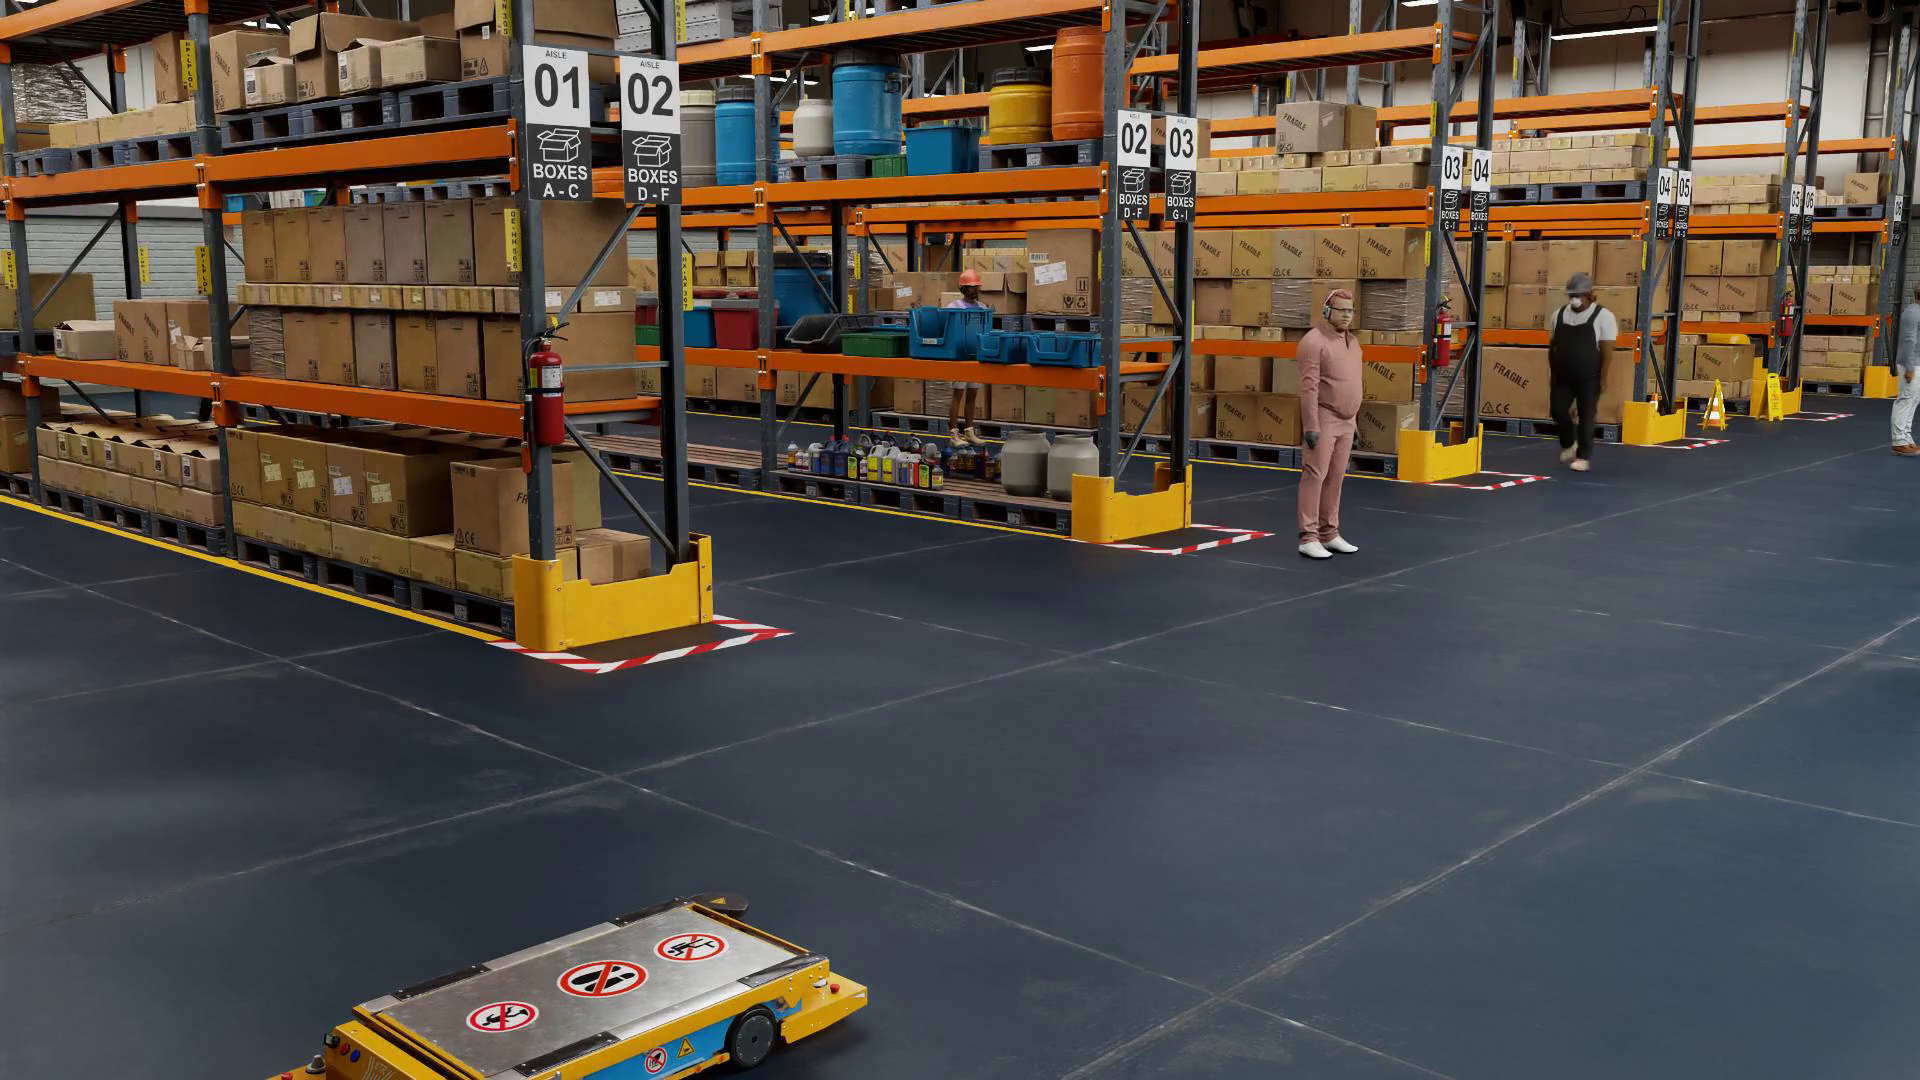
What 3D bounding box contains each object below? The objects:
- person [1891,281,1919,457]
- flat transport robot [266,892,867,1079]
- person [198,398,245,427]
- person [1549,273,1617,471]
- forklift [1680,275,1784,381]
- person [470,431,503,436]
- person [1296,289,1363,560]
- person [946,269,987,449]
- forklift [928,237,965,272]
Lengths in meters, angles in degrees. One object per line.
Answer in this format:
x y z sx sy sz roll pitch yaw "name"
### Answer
10.569 -1.909 18.399 0.628 1.940 0.377 -9 13 -44 "person"
-0.980 1.246 4.283 0.652 0.197 1.431 9 13 43 "flat transport robot"
-8.377 -1.896 18.795 0.991 1.800 0.532 8 12 39 "person"
6.307 -1.706 16.970 0.698 2.000 0.541 8 12 41 "person"
12.480 -3.427 27.053 1.214 2.155 2.313 9 13 43 "forklift"
-4.230 -1.193 14.938 0.499 1.634 0.285 -9 13 -44 "person"
2.674 -0.832 11.908 0.640 1.904 0.401 -9 13 -44 "person"
0.107 -2.086 19.161 0.606 2.045 0.389 -9 13 -44 "person"
-0.326 -5.817 39.609 1.129 2.768 1.873 9 13 43 "forklift"
